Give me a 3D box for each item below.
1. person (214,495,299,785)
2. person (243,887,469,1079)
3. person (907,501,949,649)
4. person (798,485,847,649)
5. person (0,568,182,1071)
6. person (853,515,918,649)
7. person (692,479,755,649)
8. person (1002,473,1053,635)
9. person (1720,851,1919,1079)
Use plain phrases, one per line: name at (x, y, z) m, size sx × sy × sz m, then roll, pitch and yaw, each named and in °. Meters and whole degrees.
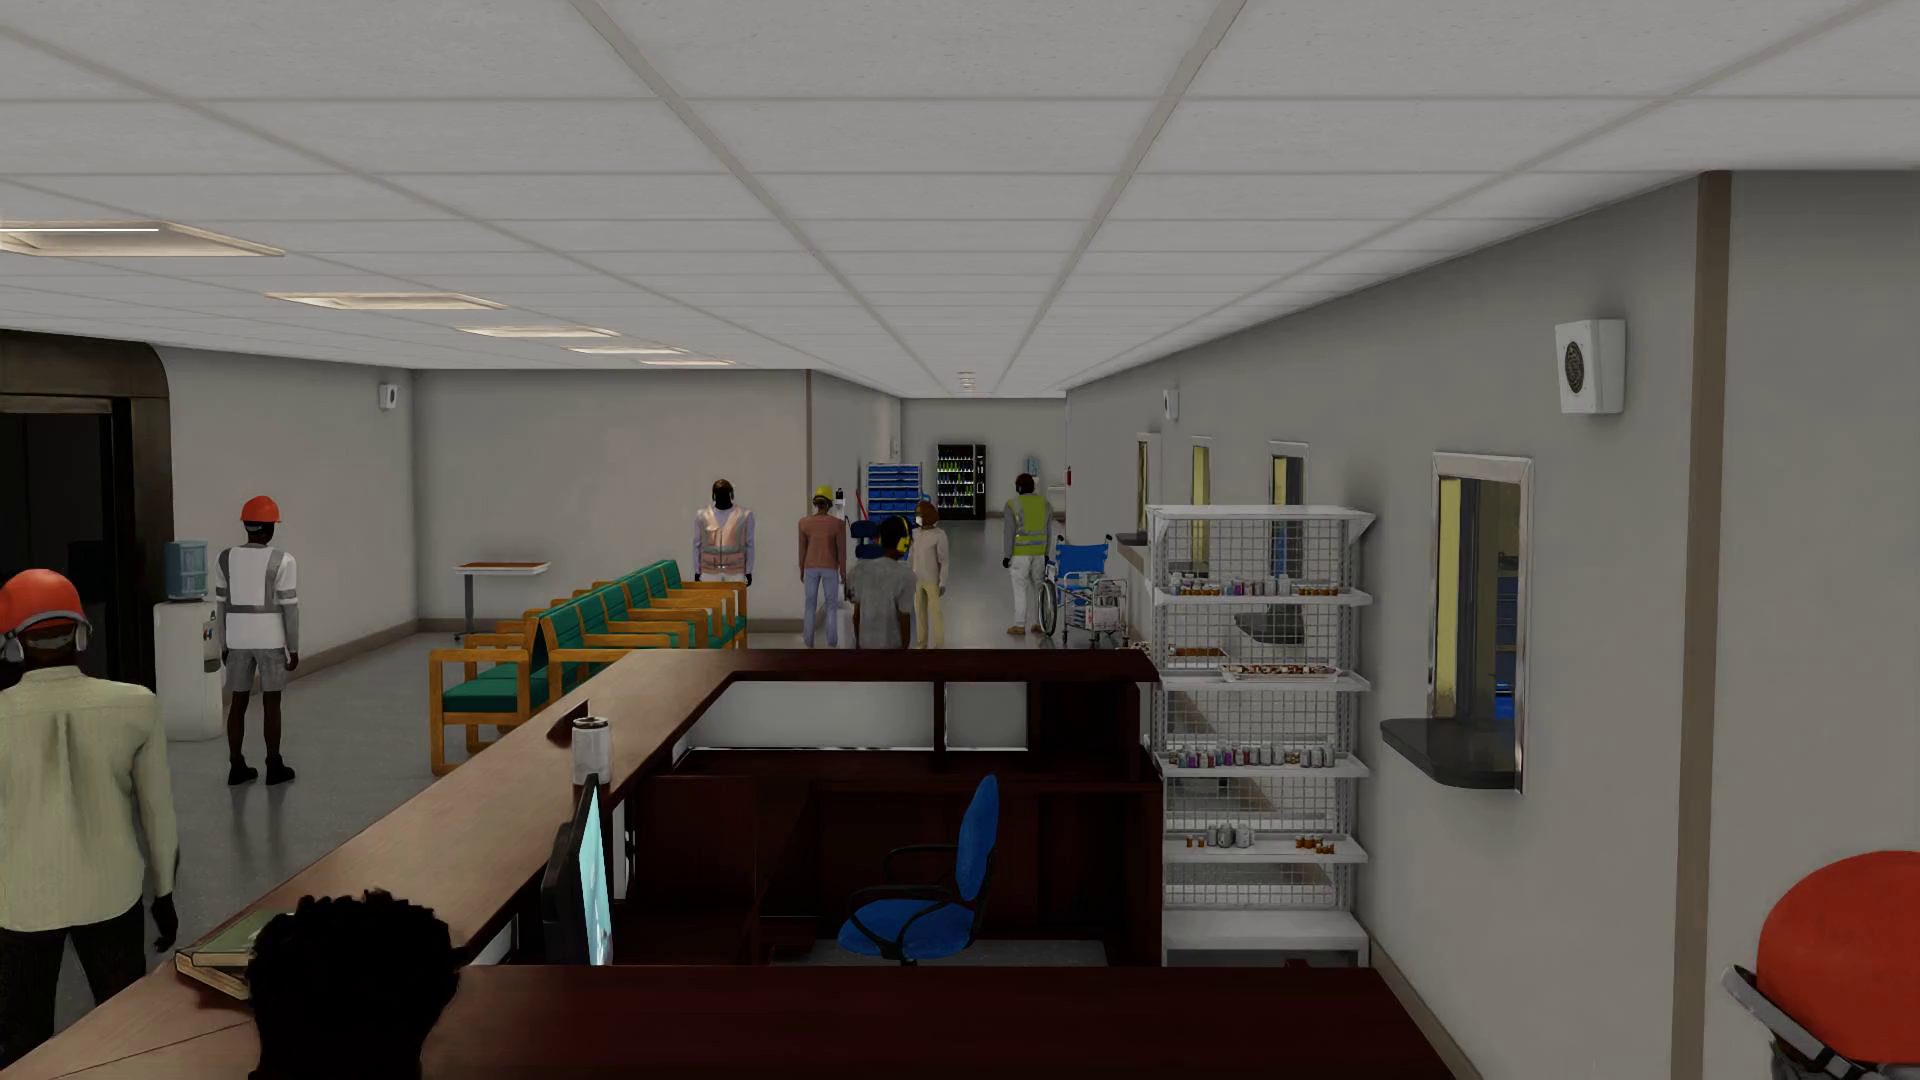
person at (-4.662, 0.671, 11.080) m, size 0.546 × 1.934 × 0.381 m, roll 0°, pitch 4°, yaw 2°
person at (-0.663, 1.338, 1.667) m, size 0.643 × 1.934 × 0.764 m, roll -2°, pitch 4°, yaw -20°
person at (-0.331, 0.427, 16.514) m, size 0.508 × 1.632 × 0.264 m, roll 4°, pitch 6°, yaw 43°
person at (-1.430, 0.309, 17.325) m, size 0.517 × 1.757 × 0.335 m, roll 1°, pitch 4°, yaw 9°
person at (-2.694, 1.077, 5.000) m, size 0.649 × 1.977 × 0.415 m, roll -3°, pitch 5°, yaw -37°
person at (-0.526, 0.752, 10.614) m, size 0.518 × 1.828 × 0.865 m, roll 2°, pitch 4°, yaw 25°
person at (-2.379, 0.310, 16.724) m, size 0.626 × 1.844 × 0.429 m, roll 0°, pitch 4°, yaw -2°
person at (0.748, 0.161, 18.862) m, size 0.624 × 1.835 × 0.430 m, roll -2°, pitch 5°, yaw -29°
person at (0.913, 1.302, 1.703) m, size 0.385 × 1.993 × 0.623 m, roll 1°, pitch 4°, yaw 20°
